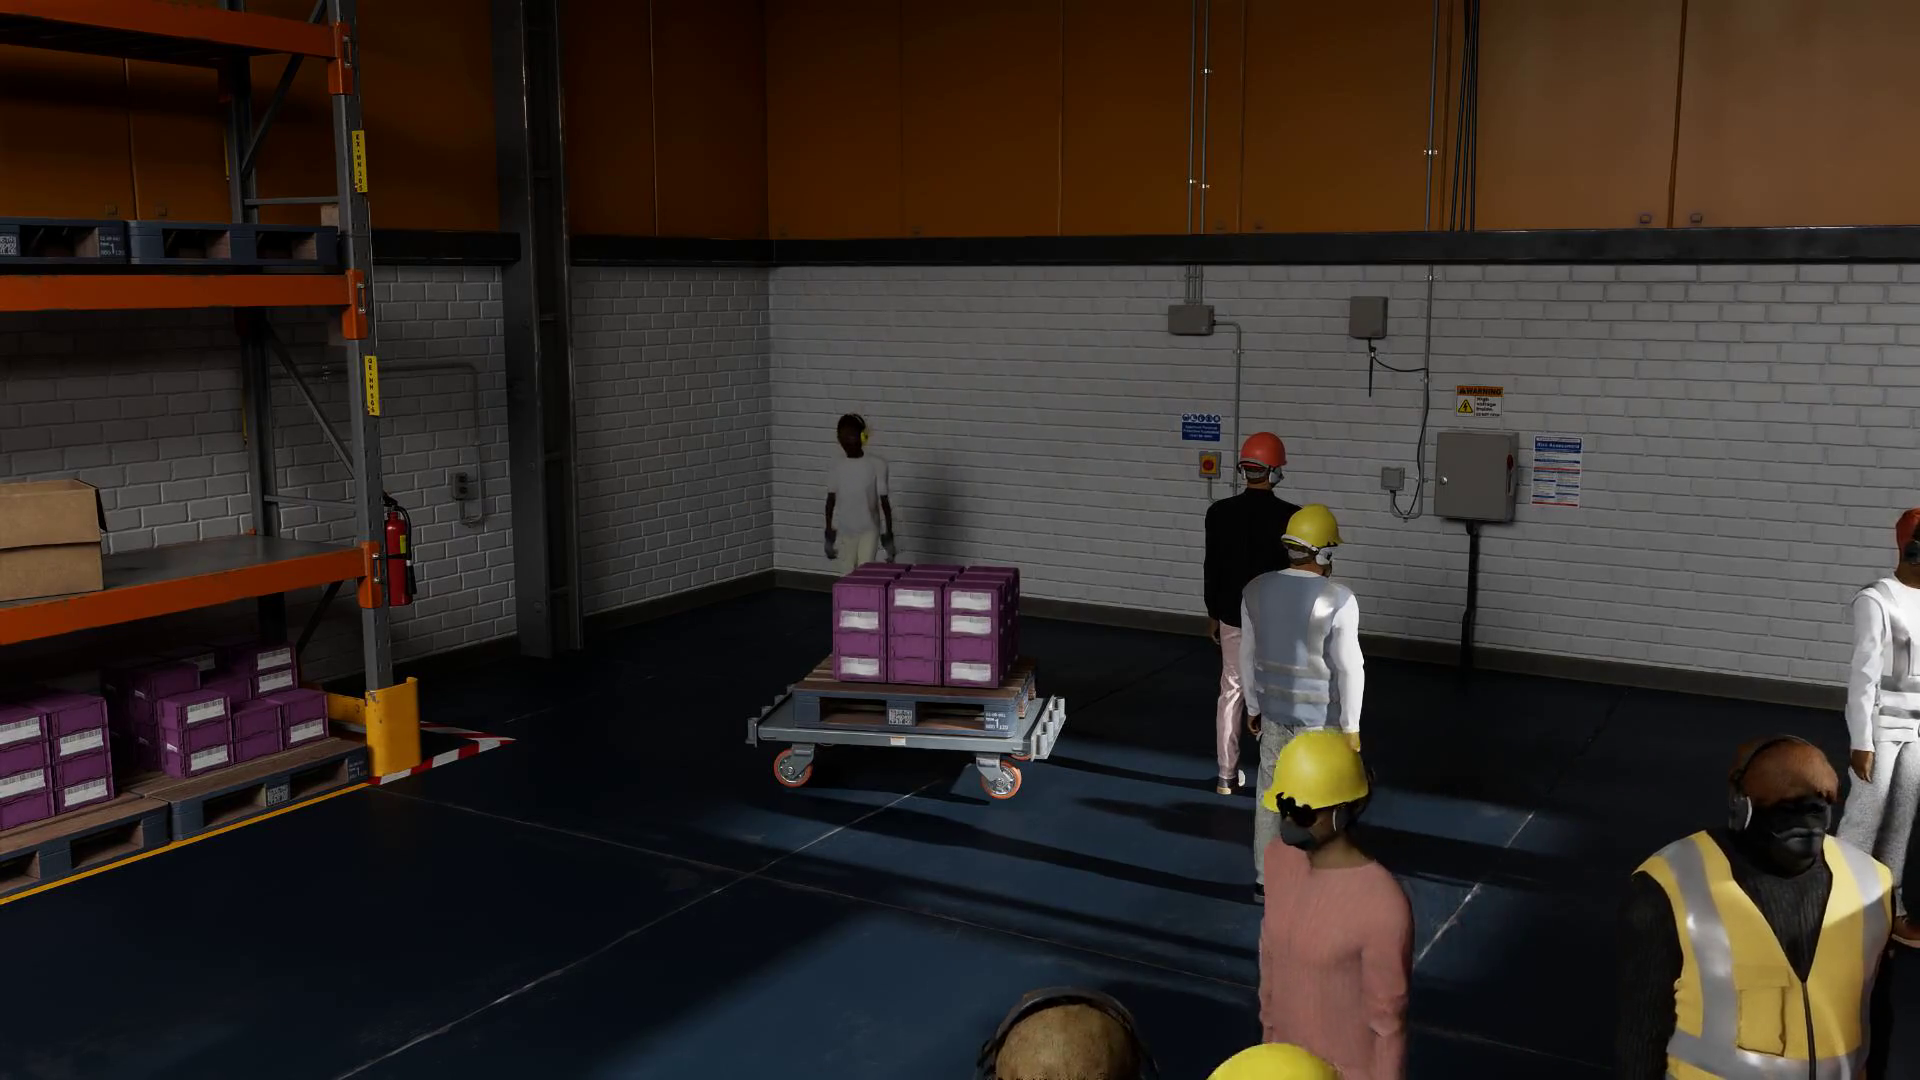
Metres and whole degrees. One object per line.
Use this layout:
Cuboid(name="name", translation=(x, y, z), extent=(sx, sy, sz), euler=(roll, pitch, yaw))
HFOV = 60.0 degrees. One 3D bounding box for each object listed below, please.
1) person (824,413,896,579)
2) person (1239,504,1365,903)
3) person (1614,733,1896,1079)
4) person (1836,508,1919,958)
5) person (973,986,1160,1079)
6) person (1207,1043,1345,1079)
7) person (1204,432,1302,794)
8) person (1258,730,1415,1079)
Cuboid(name="person", translation=(-0.722, -0.040, 12.334), extent=(0.572, 1.838, 0.728), euler=(3, 9, 16))
Cuboid(name="person", translation=(1.532, 0.749, 7.398), extent=(0.599, 1.830, 0.404), euler=(9, 13, 43))
Cuboid(name="person", translation=(1.800, 1.328, 3.787), extent=(0.619, 1.835, 0.430), euler=(0, 9, -2))
Cuboid(name="person", translation=(3.905, 0.799, 6.946), extent=(0.582, 1.879, 0.366), euler=(-5, 10, -29))
Cuboid(name="person", translation=(0.116, 1.515, 2.291), extent=(0.631, 1.935, 0.362), euler=(-5, 11, -30))
Cuboid(name="person", translation=(0.367, 1.558, 2.186), extent=(0.594, 1.874, 0.956), euler=(4, 10, 26))
Cuboid(name="person", translation=(1.611, 0.414, 8.980), extent=(0.611, 1.995, 0.375), euler=(5, 11, 30))
Cuboid(name="person", translation=(0.930, 1.312, 4.152), extent=(0.440, 1.751, 0.526), euler=(-5, 10, -30))
